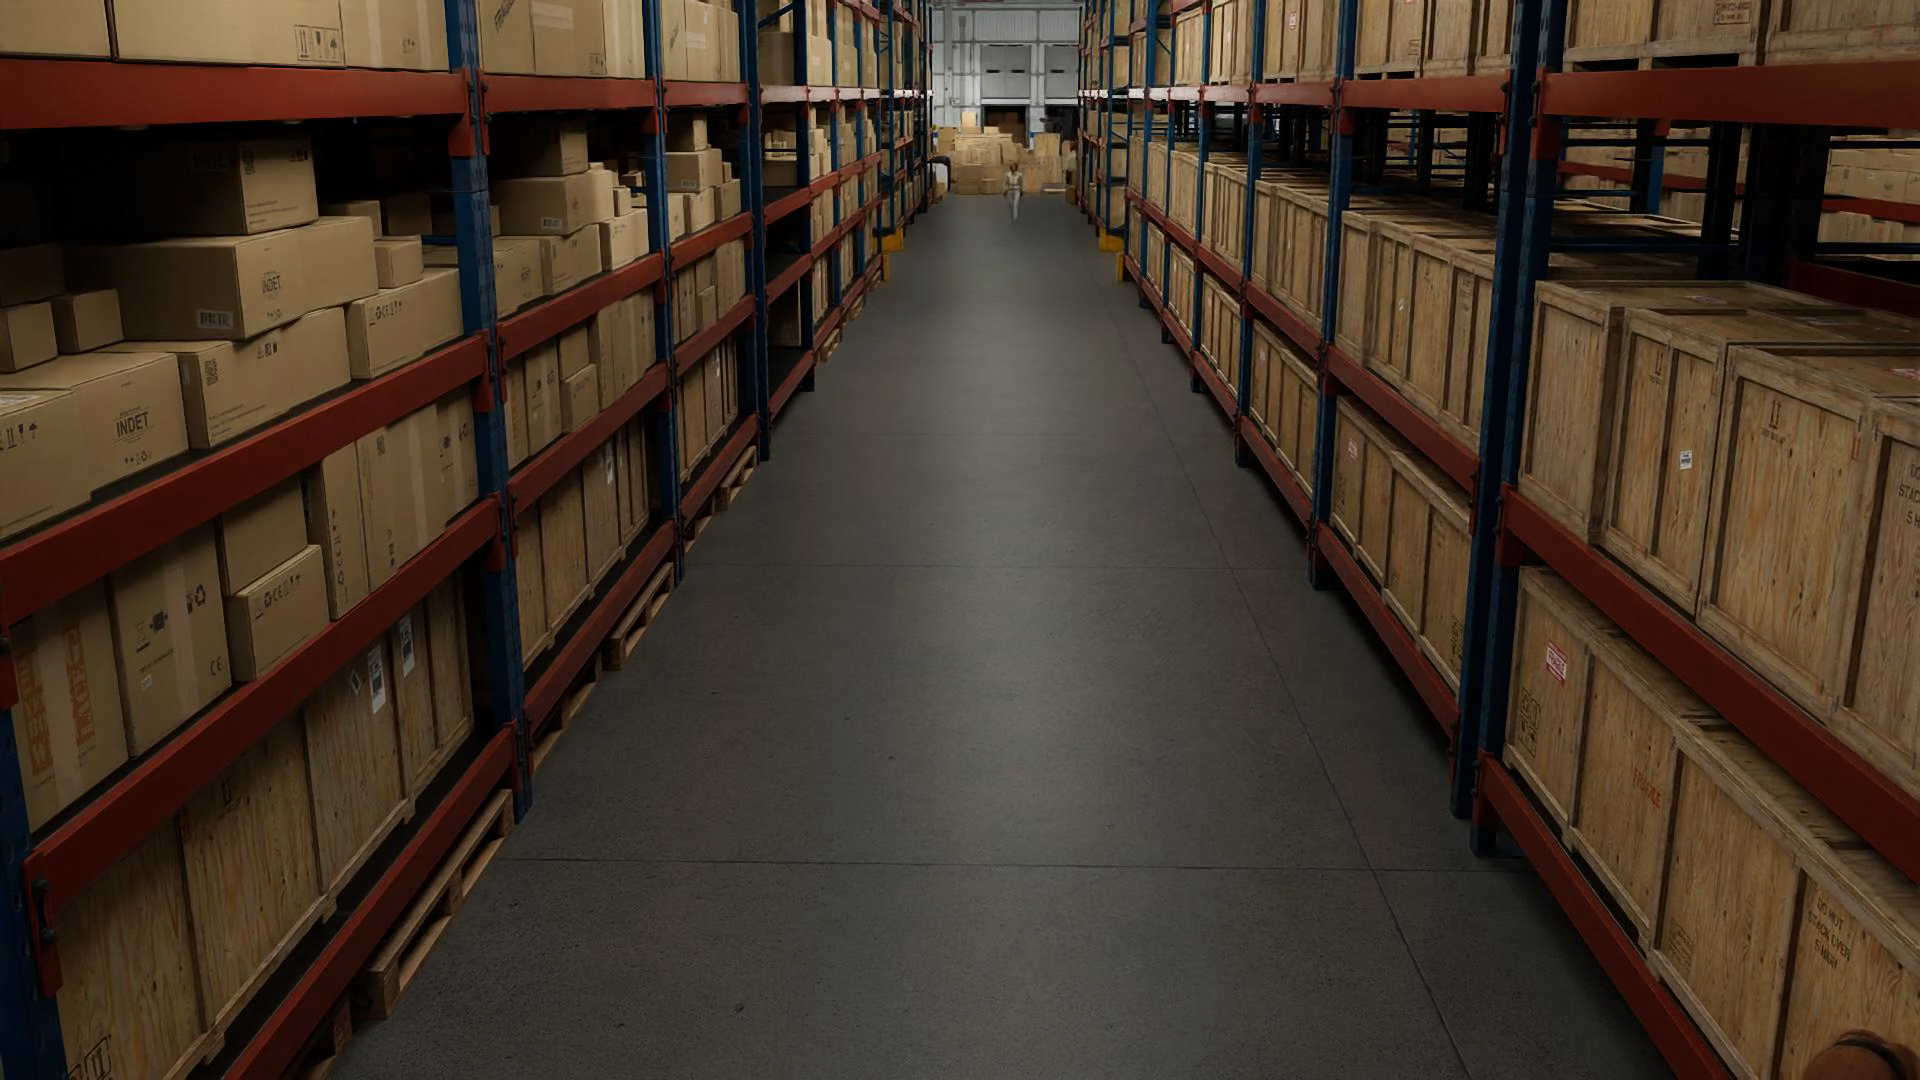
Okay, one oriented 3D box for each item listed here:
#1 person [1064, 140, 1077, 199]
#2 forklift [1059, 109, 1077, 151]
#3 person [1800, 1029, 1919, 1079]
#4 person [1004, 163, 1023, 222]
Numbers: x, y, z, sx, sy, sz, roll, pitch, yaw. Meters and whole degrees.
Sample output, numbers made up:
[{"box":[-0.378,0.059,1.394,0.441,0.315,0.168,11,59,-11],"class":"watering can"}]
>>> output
[{"box":[3.765,-12.326,55.386,0.543,1.963,0.638,-7,17,-24],"class":"person"},{"box":[4.571,-17.087,71.366,1.873,2.768,1.129,-5,16,-17],"class":"forklift"},{"box":[1.784,1.792,3.483,0.523,1.636,0.310,14,20,42],"class":"person"},{"box":[1.488,-9.609,45.960,0.518,1.609,0.811,3,15,10],"class":"person"}]
